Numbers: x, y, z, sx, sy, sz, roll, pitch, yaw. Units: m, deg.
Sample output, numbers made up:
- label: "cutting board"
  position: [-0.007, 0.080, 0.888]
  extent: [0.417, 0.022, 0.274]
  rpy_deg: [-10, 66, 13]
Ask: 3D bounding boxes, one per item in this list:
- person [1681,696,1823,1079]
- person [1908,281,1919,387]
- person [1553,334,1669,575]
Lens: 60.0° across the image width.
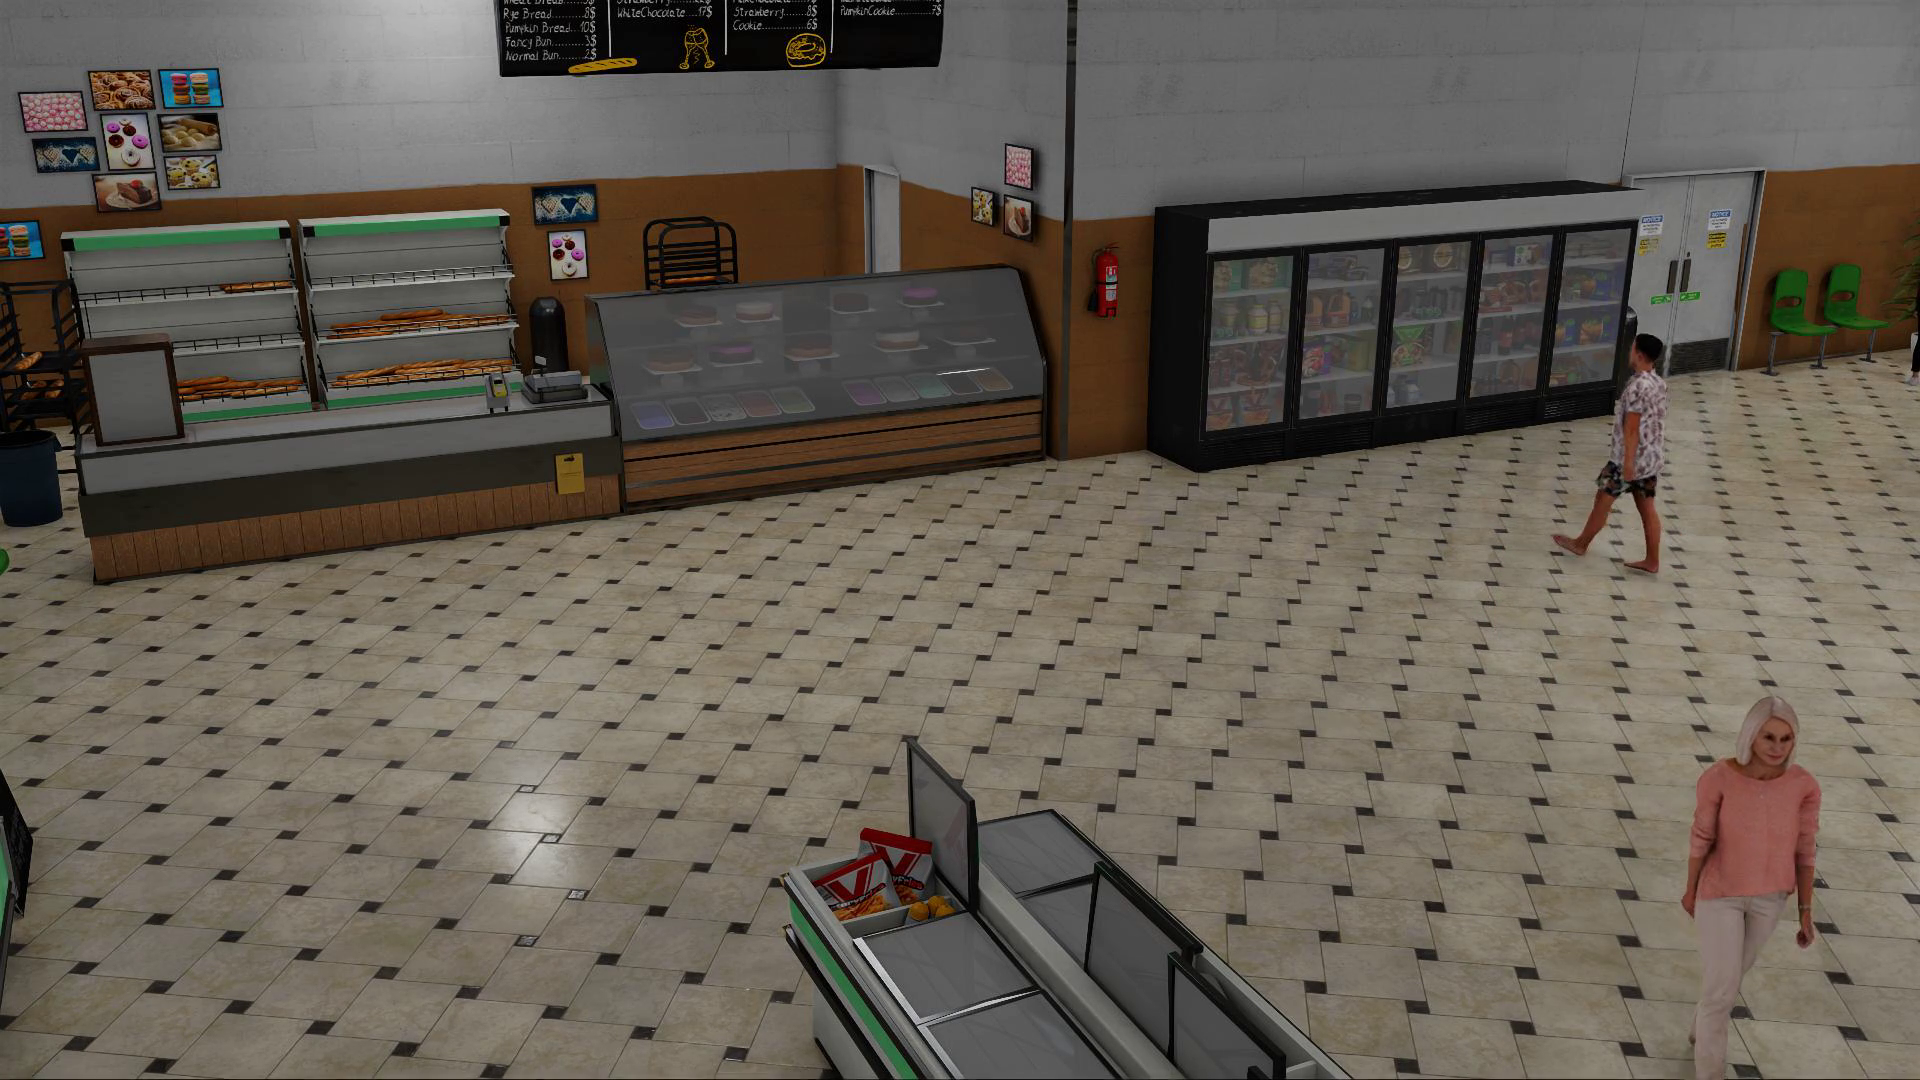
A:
- label: "person"
  position: [3.091, 1.377, 6.629]
  extent: [0.843, 1.701, 1.007]
  rpy_deg: [1, 19, 2]
- label: "person"
  position: [10.691, -2.523, 18.188]
  extent: [0.597, 1.705, 0.736]
  rpy_deg: [14, 23, 36]
- label: "person"
  position: [5.110, -0.597, 12.360]
  extent: [0.850, 1.781, 1.124]
  rpy_deg: [-15, 24, -37]
